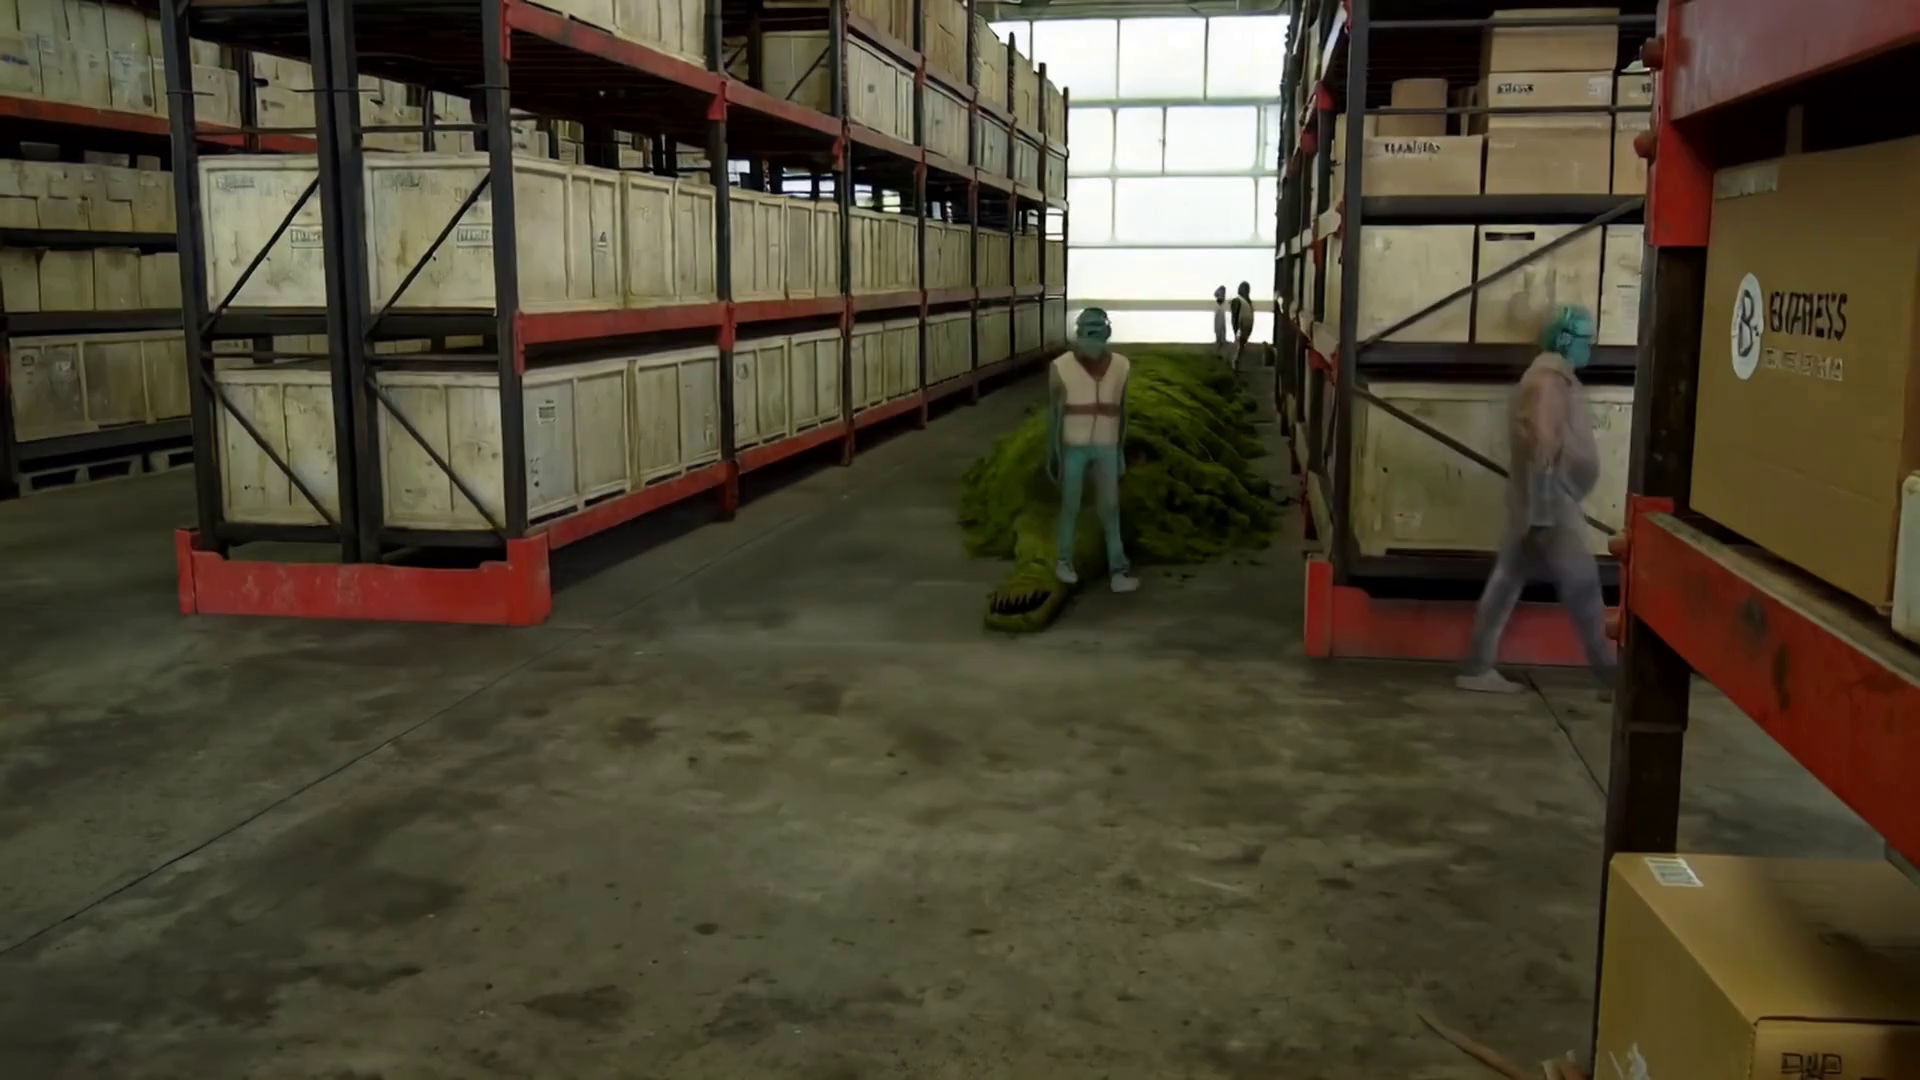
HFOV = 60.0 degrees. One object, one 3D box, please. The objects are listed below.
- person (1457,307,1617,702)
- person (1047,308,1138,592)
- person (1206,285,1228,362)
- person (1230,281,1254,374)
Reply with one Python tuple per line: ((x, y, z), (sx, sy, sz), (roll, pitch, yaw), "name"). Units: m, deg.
((2.856, -0.160, 7.838), (0.980, 1.851, 0.674), (2, 9, 12), "person")
((0.835, -0.574, 10.615), (0.593, 1.790, 0.980), (-3, 10, -16), "person")
((5.824, -4.862, 37.380), (0.389, 1.730, 0.511), (1, 9, 5), "person")
((5.615, -4.213, 33.047), (0.429, 1.839, 0.634), (7, 12, 39), "person")
